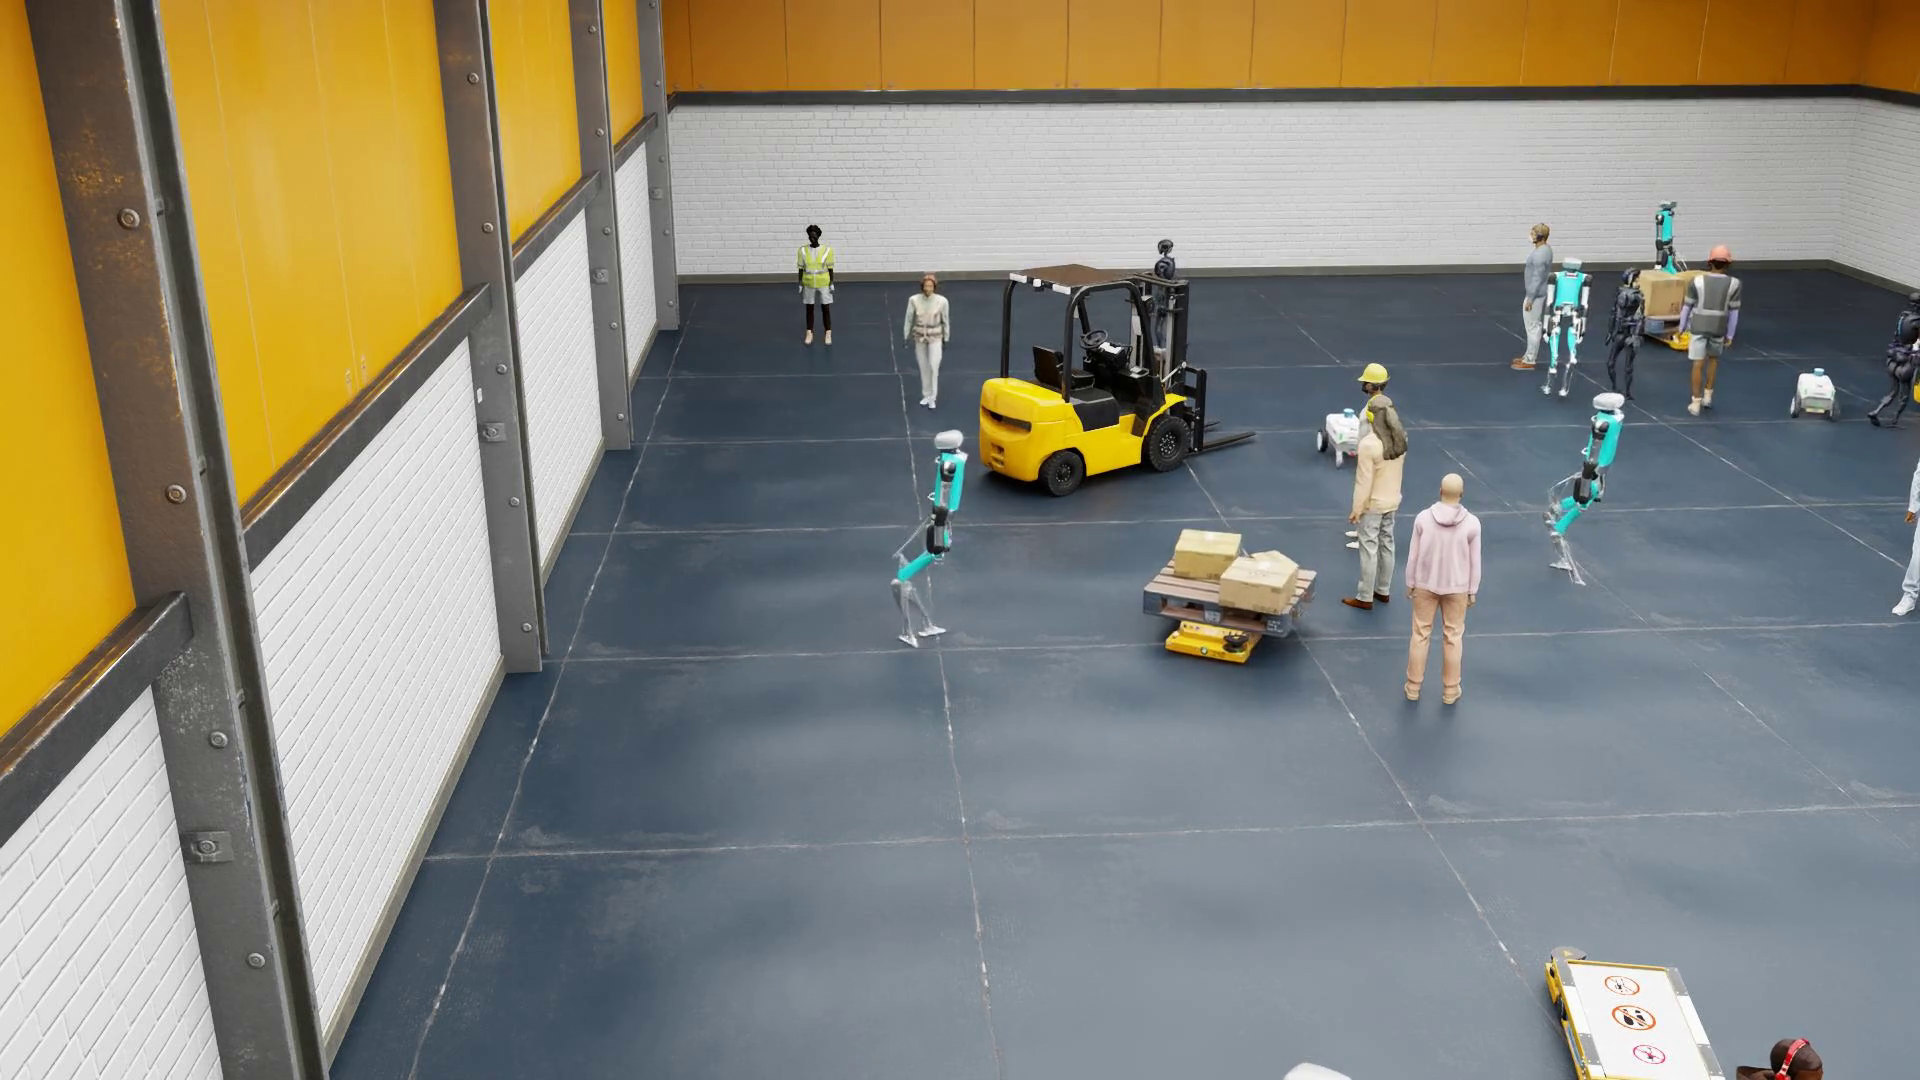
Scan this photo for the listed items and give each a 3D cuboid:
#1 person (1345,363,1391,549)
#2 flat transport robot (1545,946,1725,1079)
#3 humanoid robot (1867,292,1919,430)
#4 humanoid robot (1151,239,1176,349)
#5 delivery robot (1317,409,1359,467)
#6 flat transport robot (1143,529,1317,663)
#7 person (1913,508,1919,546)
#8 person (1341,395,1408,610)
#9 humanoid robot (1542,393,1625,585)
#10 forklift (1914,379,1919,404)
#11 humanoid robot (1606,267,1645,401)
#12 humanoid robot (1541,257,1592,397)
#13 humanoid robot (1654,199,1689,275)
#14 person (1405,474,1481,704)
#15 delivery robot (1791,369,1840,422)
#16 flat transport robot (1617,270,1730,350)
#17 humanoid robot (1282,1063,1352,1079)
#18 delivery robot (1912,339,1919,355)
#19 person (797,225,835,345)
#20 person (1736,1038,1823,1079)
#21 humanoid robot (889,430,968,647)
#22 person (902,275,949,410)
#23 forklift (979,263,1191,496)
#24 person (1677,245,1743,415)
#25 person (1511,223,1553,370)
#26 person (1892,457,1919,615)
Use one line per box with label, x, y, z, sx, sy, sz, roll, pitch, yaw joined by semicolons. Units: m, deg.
person;3.832;-0.789;15.605;0.308;1.768;0.524;4;21;11
flat transport robot;3.477;2.598;8.549;0.659;0.231;1.431;3;20;8
humanoid robot;10.908;-2.080;19.288;0.499;1.636;0.615;0;20;0
humanoid robot;2.823;-3.251;22.450;0.534;1.635;0.584;6;21;16
delivery robot;4.260;-1.154;18.336;0.499;0.581;0.767;0;20;0
flat transport robot;2.248;0.636;13.895;0.659;0.231;1.431;9;22;24
person;9.215;-0.777;15.423;0.807;1.868;0.412;-7;21;-18
person;3.550;-0.313;14.153;0.555;1.876;0.403;-14;24;-34
humanoid robot;5.433;-0.471;14.802;0.750;1.794;0.548;15;25;35
forklift;12.602;-2.435;19.475;2.313;2.155;1.214;-1;20;-4
humanoid robot;8.227;-2.539;20.498;0.348;1.652;0.589;-7;21;-19
humanoid robot;7.453;-2.535;20.434;0.540;1.744;0.913;4;20;10
humanoid robot;10.684;-4.156;24.826;0.772;1.780;0.554;15;25;36
person;3.594;0.371;12.417;0.535;1.781;0.399;6;21;17
delivery robot;10.276;-1.739;19.980;0.499;0.614;0.804;7;21;19
flat transport robot;10.165;-2.970;23.720;0.659;0.231;1.431;-3;20;-8
humanoid robot;1.370;2.699;6.301;0.544;1.894;0.734;11;23;28
delivery robot;12.950;-2.542;22.128;0.749;0.587;0.523;11;23;28
person;-2.018;-3.577;23.310;0.534;1.693;0.319;1;20;4
person;3.093;2.628;6.457;0.458;1.651;0.327;-18;27;-40
humanoid robot;-0.333;-0.023;13.551;0.791;1.776;0.591;3;20;8
person;-0.417;-2.404;20.212;0.543;1.623;0.518;5;21;15
forklift;1.315;-1.764;17.646;2.313;2.155;1.214;-14;24;-33
person;8.985;-2.540;20.022;0.617;2.020;0.686;5;21;12
person;7.572;-3.210;21.953;0.373;1.940;0.629;9;22;23
person;8.270;-0.253;13.925;0.592;1.919;0.392;15;25;35
